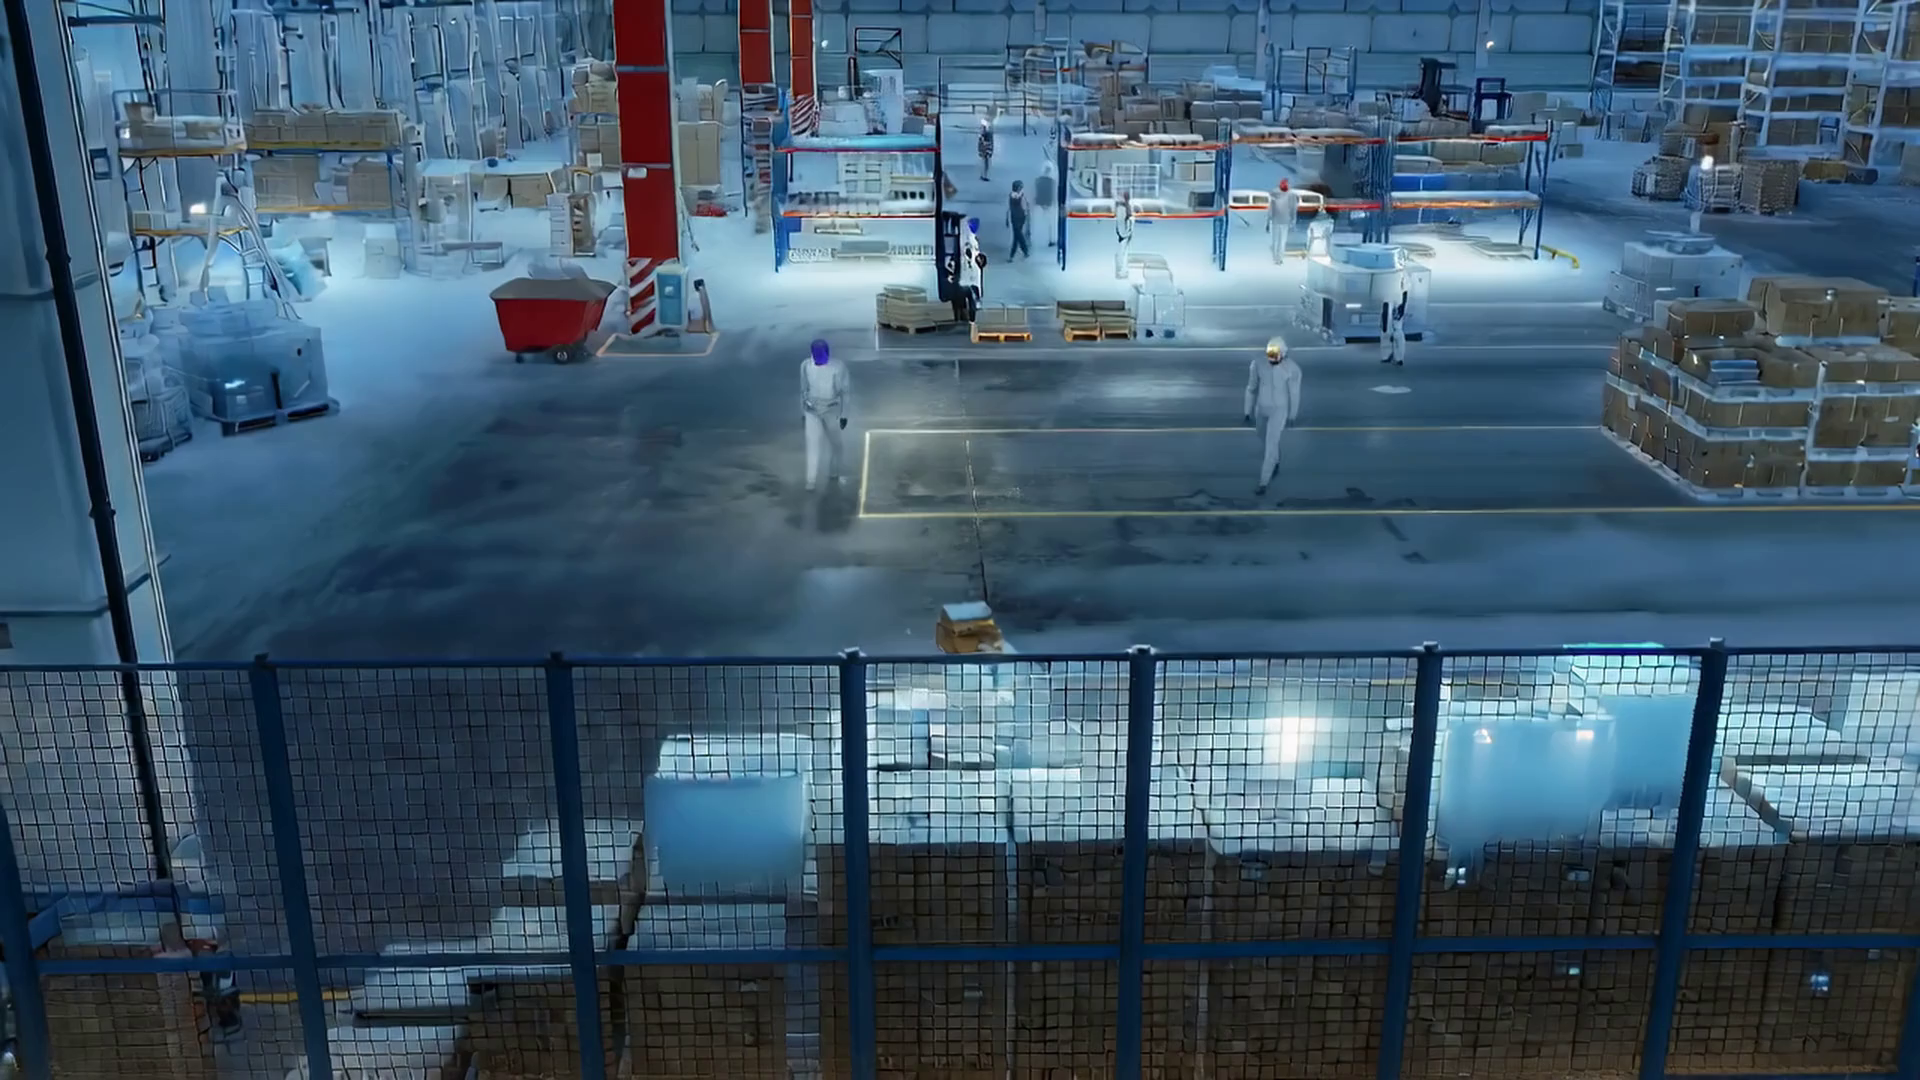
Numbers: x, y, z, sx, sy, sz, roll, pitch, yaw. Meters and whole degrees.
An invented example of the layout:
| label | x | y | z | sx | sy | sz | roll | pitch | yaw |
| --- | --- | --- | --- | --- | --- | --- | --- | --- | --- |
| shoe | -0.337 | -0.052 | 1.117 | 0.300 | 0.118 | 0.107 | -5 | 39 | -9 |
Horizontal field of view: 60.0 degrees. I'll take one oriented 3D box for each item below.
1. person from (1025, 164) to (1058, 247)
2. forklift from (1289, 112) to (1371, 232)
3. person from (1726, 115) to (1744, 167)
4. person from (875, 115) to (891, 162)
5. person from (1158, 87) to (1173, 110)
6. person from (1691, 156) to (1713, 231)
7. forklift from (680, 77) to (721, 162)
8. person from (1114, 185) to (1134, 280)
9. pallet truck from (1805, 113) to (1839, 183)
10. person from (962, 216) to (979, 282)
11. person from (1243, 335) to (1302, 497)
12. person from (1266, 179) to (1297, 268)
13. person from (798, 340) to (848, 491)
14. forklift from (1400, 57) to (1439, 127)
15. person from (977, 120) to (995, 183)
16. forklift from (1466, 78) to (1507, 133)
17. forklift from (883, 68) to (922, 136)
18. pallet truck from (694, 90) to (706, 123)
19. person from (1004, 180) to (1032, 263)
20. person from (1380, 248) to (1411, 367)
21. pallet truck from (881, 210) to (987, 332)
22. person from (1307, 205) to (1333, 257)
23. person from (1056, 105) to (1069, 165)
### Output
| label | x | y | z | sx | sy | sz | roll | pitch | yaw |
| --- | --- | --- | --- | --- | --- | --- | --- | --- | --- |
| person | 1.881 | -7.610 | 37.962 | 0.828 | 1.911 | 0.651 | -15 | 24 | -38 |
| forklift | 9.035 | -8.960 | 40.452 | 1.873 | 2.768 | 1.129 | -1 | 19 | -1 |
| person | 24.180 | -12.313 | 51.968 | 0.511 | 1.865 | 0.329 | -7 | 20 | -19 |
| person | -2.536 | -13.327 | 55.359 | 0.539 | 1.607 | 0.773 | -5 | 19 | -16 |
| person | 8.029 | -16.699 | 64.916 | 0.736 | 1.902 | 0.468 | 11 | 22 | 30 |
| person | 17.460 | -8.049 | 39.155 | 0.367 | 1.967 | 0.601 | 4 | 19 | 12 |
| forklift | -8.944 | -13.866 | 55.007 | 1.873 | 2.768 | 1.129 | -1 | 19 | -1 |
| person | 3.371 | -6.295 | 34.028 | 0.388 | 1.919 | 0.594 | 10 | 21 | 26 |
| pallet truck | 26.403 | -11.957 | 50.702 | 0.823 | 1.965 | 1.885 | 6 | 19 | 16 |
| person | 0.203 | -5.244 | 31.256 | 0.321 | 1.694 | 0.529 | 1 | 19 | 2 |
| person | 3.774 | -1.547 | 20.002 | 0.629 | 1.898 | 1.053 | 11 | 22 | 30 |
| person | 6.845 | -6.802 | 35.615 | 0.628 | 1.868 | 0.826 | 0 | 19 | 1 |
| person | -1.650 | -1.521 | 20.065 | 0.616 | 1.799 | 0.977 | 1 | 19 | 4 |
| forklift | 19.363 | -18.501 | 68.756 | 1.873 | 2.768 | 1.129 | -1 | 19 | -1 |
| person | 0.719 | -11.782 | 50.421 | 0.686 | 1.858 | 0.596 | 17 | 25 | 41 |
| forklift | 17.246 | -13.658 | 54.390 | 1.129 | 2.768 | 1.873 | 0 | 19 | -1 |
| forklift | -2.381 | -15.698 | 60.440 | 1.873 | 2.768 | 1.129 | -13 | 23 | -34 |
| pallet truck | -9.671 | -15.907 | 62.421 | 0.823 | 1.965 | 1.885 | 5 | 19 | 15 |
| person | 1.301 | -6.953 | 36.200 | 0.532 | 1.786 | 0.954 | 15 | 24 | 37 |
| person | 6.927 | -3.680 | 26.338 | 0.328 | 1.876 | 0.514 | 0 | 19 | 1 |
| pallet truck | -0.493 | -4.759 | 29.349 | 1.885 | 1.965 | 0.823 | -13 | 23 | -34 |
| person | 6.994 | -5.642 | 32.362 | 0.484 | 1.744 | 0.297 | 1 | 19 | 3 |
| person | 3.410 | -13.356 | 54.940 | 0.354 | 1.942 | 0.545 | -17 | 25 | -40 |
